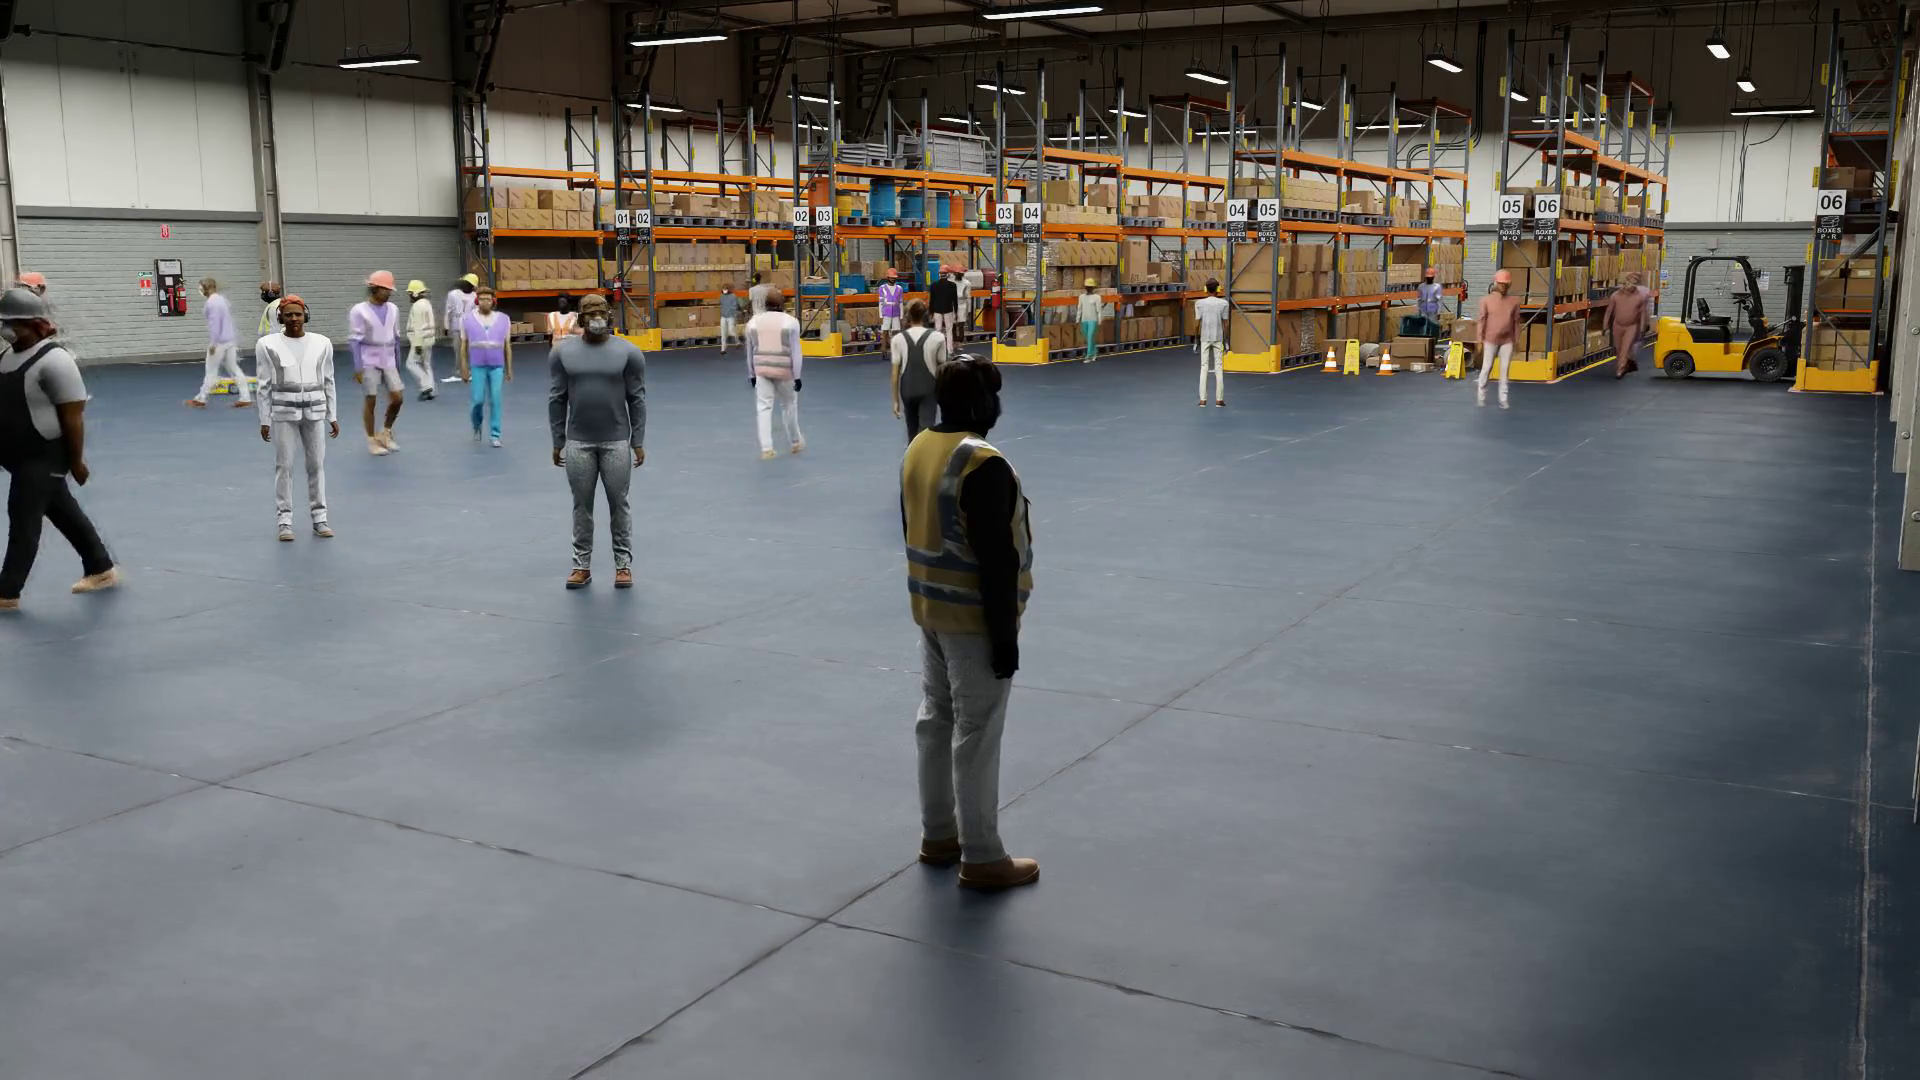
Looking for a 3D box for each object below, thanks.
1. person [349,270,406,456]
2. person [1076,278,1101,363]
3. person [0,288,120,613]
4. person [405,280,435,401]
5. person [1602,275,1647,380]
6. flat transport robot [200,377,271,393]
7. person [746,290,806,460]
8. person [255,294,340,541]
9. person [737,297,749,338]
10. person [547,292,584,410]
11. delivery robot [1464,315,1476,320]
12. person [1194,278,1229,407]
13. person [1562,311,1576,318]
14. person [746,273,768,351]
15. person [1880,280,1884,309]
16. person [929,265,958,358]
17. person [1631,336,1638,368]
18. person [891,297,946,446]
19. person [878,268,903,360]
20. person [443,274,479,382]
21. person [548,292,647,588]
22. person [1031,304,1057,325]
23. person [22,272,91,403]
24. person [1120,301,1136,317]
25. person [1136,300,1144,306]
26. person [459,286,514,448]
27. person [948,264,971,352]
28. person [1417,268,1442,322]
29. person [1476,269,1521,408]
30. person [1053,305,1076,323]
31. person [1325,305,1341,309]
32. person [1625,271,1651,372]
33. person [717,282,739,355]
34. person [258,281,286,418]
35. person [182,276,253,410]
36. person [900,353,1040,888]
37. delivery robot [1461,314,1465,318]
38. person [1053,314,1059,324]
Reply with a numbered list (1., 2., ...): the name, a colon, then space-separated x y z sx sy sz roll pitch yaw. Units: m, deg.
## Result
1. person: -6.329 -1.907 18.072 0.447 2.018 0.656 8 13 39
2. person: 2.680 -4.498 34.059 0.529 1.742 0.729 6 12 32
3. person: -5.776 -0.609 10.402 0.686 2.000 1.033 8 12 38
4. person: -8.072 -2.971 24.885 0.422 1.816 0.618 0 10 -3
5. person: 11.854 -3.799 29.666 0.688 1.848 1.005 5 11 29
6. flat transport robot: -11.352 -2.500 26.648 1.431 0.197 0.652 -6 12 -33
7. person: -1.966 -1.800 18.059 0.654 1.802 0.901 2 10 12
8. person: -5.087 -0.940 12.800 0.585 1.882 0.337 -7 12 -34
9. person: -5.799 -6.188 44.259 0.498 1.633 0.278 6 11 31
10. person: -5.553 -2.652 23.405 0.549 1.675 0.501 1 10 6
11. delivery robot: 13.856 -5.916 45.547 0.707 0.478 0.477 -2 10 -11
12. person: 3.646 -2.856 24.084 0.510 1.865 0.329 2 10 10
13. person: 15.863 -6.154 43.281 0.547 1.908 0.828 2 10 14
14. person: -4.457 -4.948 36.502 0.997 1.807 0.535 9 13 44
15. person: 24.507 -6.402 44.719 0.390 1.913 0.592 -7 12 -34
16. person: -0.340 -4.909 35.718 0.623 1.989 0.400 3 10 15
17. person: 13.127 -4.159 32.407 0.528 1.622 0.519 5 11 26
18. person: -0.379 -1.302 15.173 0.511 1.812 0.924 2 10 10
19. person: -1.432 -4.703 34.724 0.540 1.930 0.386 -3 10 -19
20. person: -8.627 -3.659 28.763 0.740 1.879 0.385 -2 10 -14
21. person: -2.377 -0.647 10.923 0.636 1.939 0.364 -1 10 -3
22. person: 1.902 -5.207 37.669 0.625 1.931 0.375 0 10 -1
23. person: -12.690 -2.723 23.047 1.025 1.941 0.649 -6 11 -31
24. person: 4.535 -6.399 45.154 0.529 1.744 0.640 2 10 13
25. person: 5.303 -7.210 49.343 0.613 1.939 0.751 4 10 22
26. person: -5.382 -1.963 18.939 0.568 1.830 0.426 -4 11 -24
27. person: -0.039 -5.313 38.095 0.630 2.009 0.770 1 10 7
28. person: 10.540 -5.153 37.411 0.560 1.916 0.739 6 11 31
29. person: 7.734 -2.884 23.865 0.624 1.991 0.398 0 10 0
30. person: 2.533 -5.456 40.095 0.512 1.590 0.844 6 12 33
31. person: 9.330 -5.682 41.314 0.513 1.630 0.317 2 10 11
32. person: 12.636 -4.084 31.173 0.428 1.890 0.681 -9 13 -42
33. person: -5.087 -4.884 36.670 0.559 1.617 0.471 4 11 24
34. person: -9.269 -2.579 22.549 0.430 1.836 0.627 -3 10 -15
35. person: -10.580 -2.782 23.584 0.966 1.884 0.646 -2 10 -13
36. person: 0.039 0.277 5.794 0.429 1.846 0.630 -5 11 -28
37. delivery robot: 13.952 -6.016 46.132 0.477 0.478 0.707 -2 10 -9
38. person: 2.411 -5.927 42.080 0.566 1.849 0.504 3 10 17
